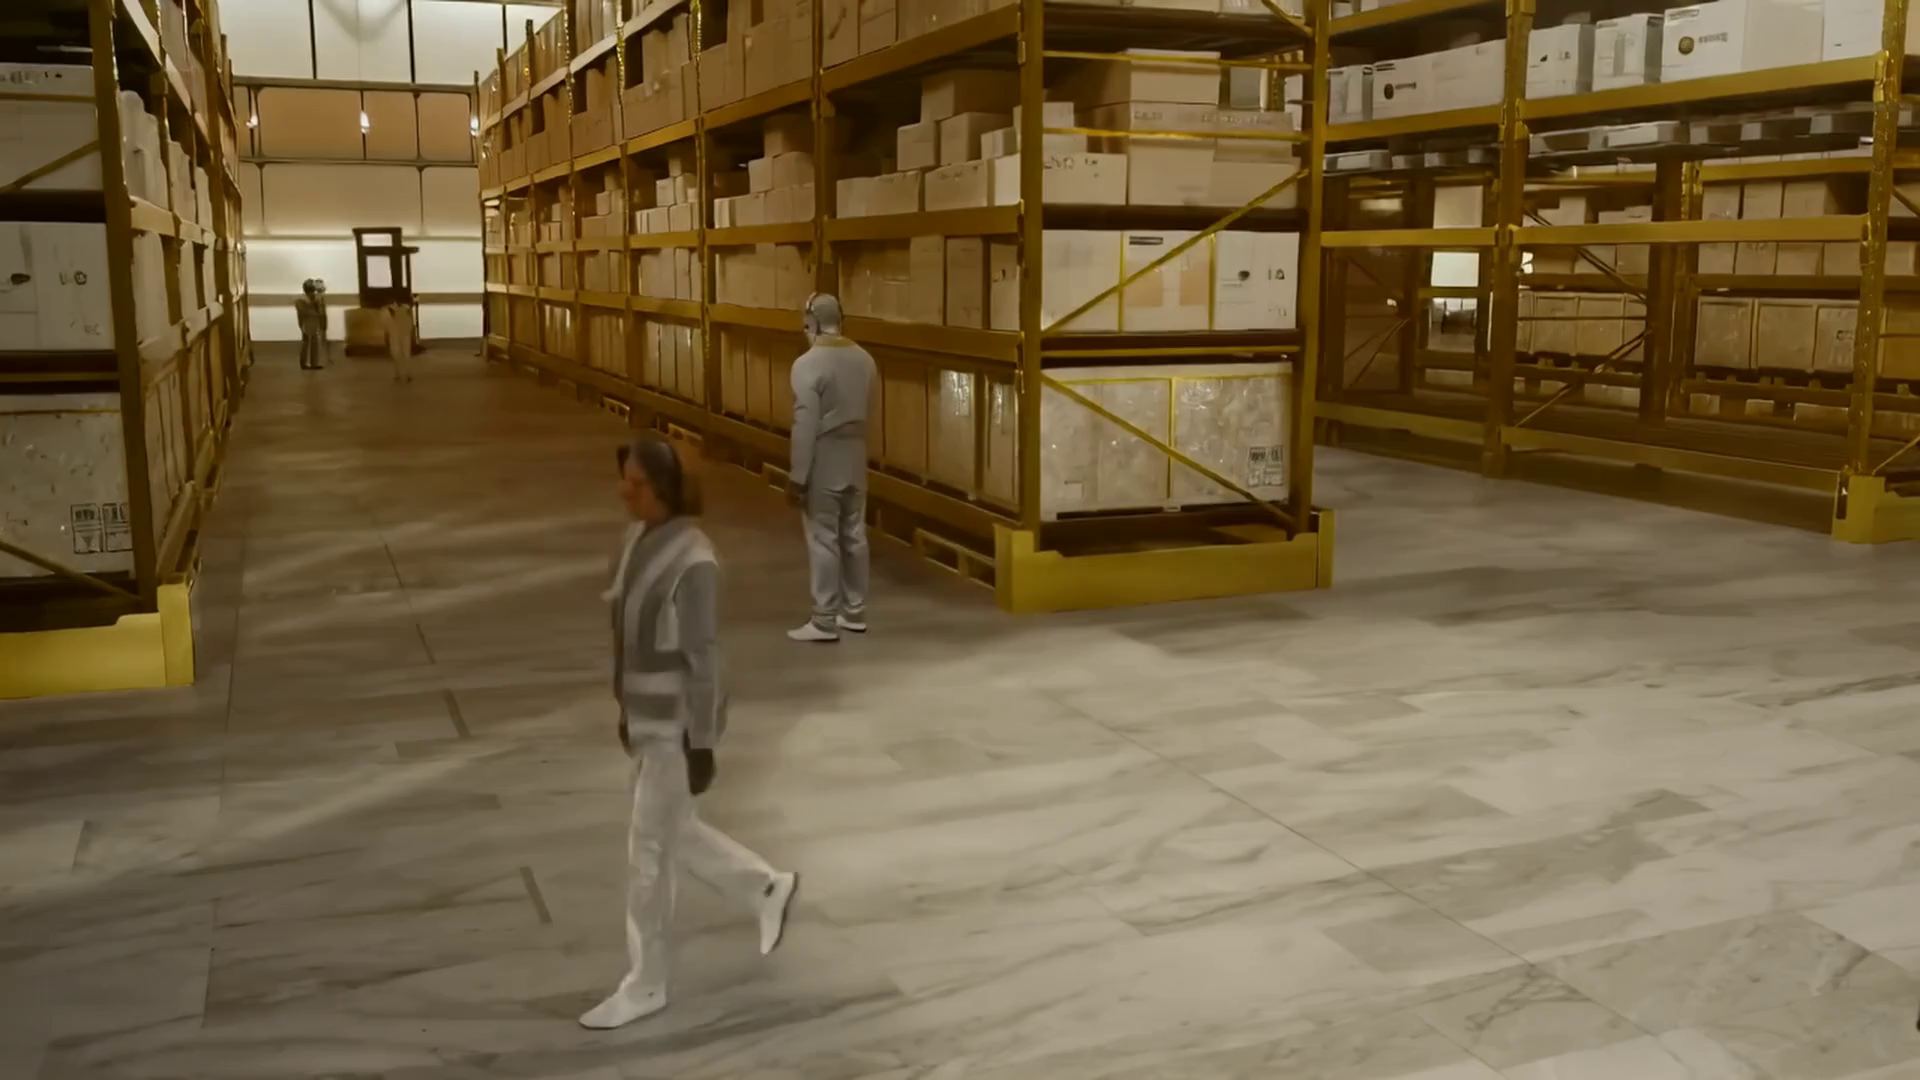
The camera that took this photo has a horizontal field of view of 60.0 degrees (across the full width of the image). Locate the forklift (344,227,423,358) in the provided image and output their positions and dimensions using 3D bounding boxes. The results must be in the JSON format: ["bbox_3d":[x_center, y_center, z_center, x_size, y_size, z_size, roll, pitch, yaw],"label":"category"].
[{"bbox_3d":[-12.540,-5.362,35.978,1.129,2.768,1.873,0,9,0],"label":"forklift"}]

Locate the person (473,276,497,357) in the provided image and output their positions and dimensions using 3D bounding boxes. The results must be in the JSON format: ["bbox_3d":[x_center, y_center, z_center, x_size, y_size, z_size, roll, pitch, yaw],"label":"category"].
[{"bbox_3d":[-10.262,-4.960,36.581,0.881,1.875,0.651,-3,10,-20],"label":"person"}]

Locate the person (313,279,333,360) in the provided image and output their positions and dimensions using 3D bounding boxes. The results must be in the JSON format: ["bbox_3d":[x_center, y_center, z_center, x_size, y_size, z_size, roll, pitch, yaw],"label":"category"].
[{"bbox_3d":[-13.568,-4.655,35.194,0.533,1.724,0.503,-5,11,-26],"label":"person"}]

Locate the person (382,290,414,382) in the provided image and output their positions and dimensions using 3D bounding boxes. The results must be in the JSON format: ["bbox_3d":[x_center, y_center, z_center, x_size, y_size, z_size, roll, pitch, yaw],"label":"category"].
[{"bbox_3d":[-9.785,-3.552,28.988,0.541,1.590,0.875,-4,10,-25],"label":"person"}]

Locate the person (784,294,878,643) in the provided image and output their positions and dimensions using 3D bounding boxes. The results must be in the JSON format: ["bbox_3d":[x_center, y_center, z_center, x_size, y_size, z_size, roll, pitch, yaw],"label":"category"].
[{"bbox_3d":[-0.735,-0.390,9.132,0.407,1.902,0.639,7,12,35],"label":"person"}]

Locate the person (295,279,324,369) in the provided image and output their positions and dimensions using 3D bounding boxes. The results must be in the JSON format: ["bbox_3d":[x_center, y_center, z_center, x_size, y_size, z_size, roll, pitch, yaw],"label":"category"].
[{"bbox_3d":[-12.642,-4.190,32.361,0.355,1.744,0.566,4,10,23],"label":"person"}]

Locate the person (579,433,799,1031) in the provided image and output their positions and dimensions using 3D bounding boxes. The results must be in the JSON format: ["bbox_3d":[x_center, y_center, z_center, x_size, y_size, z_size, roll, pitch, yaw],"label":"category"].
[{"bbox_3d":[-0.755,0.502,4.593,0.653,1.616,0.524,-5,11,-30],"label":"person"}]
